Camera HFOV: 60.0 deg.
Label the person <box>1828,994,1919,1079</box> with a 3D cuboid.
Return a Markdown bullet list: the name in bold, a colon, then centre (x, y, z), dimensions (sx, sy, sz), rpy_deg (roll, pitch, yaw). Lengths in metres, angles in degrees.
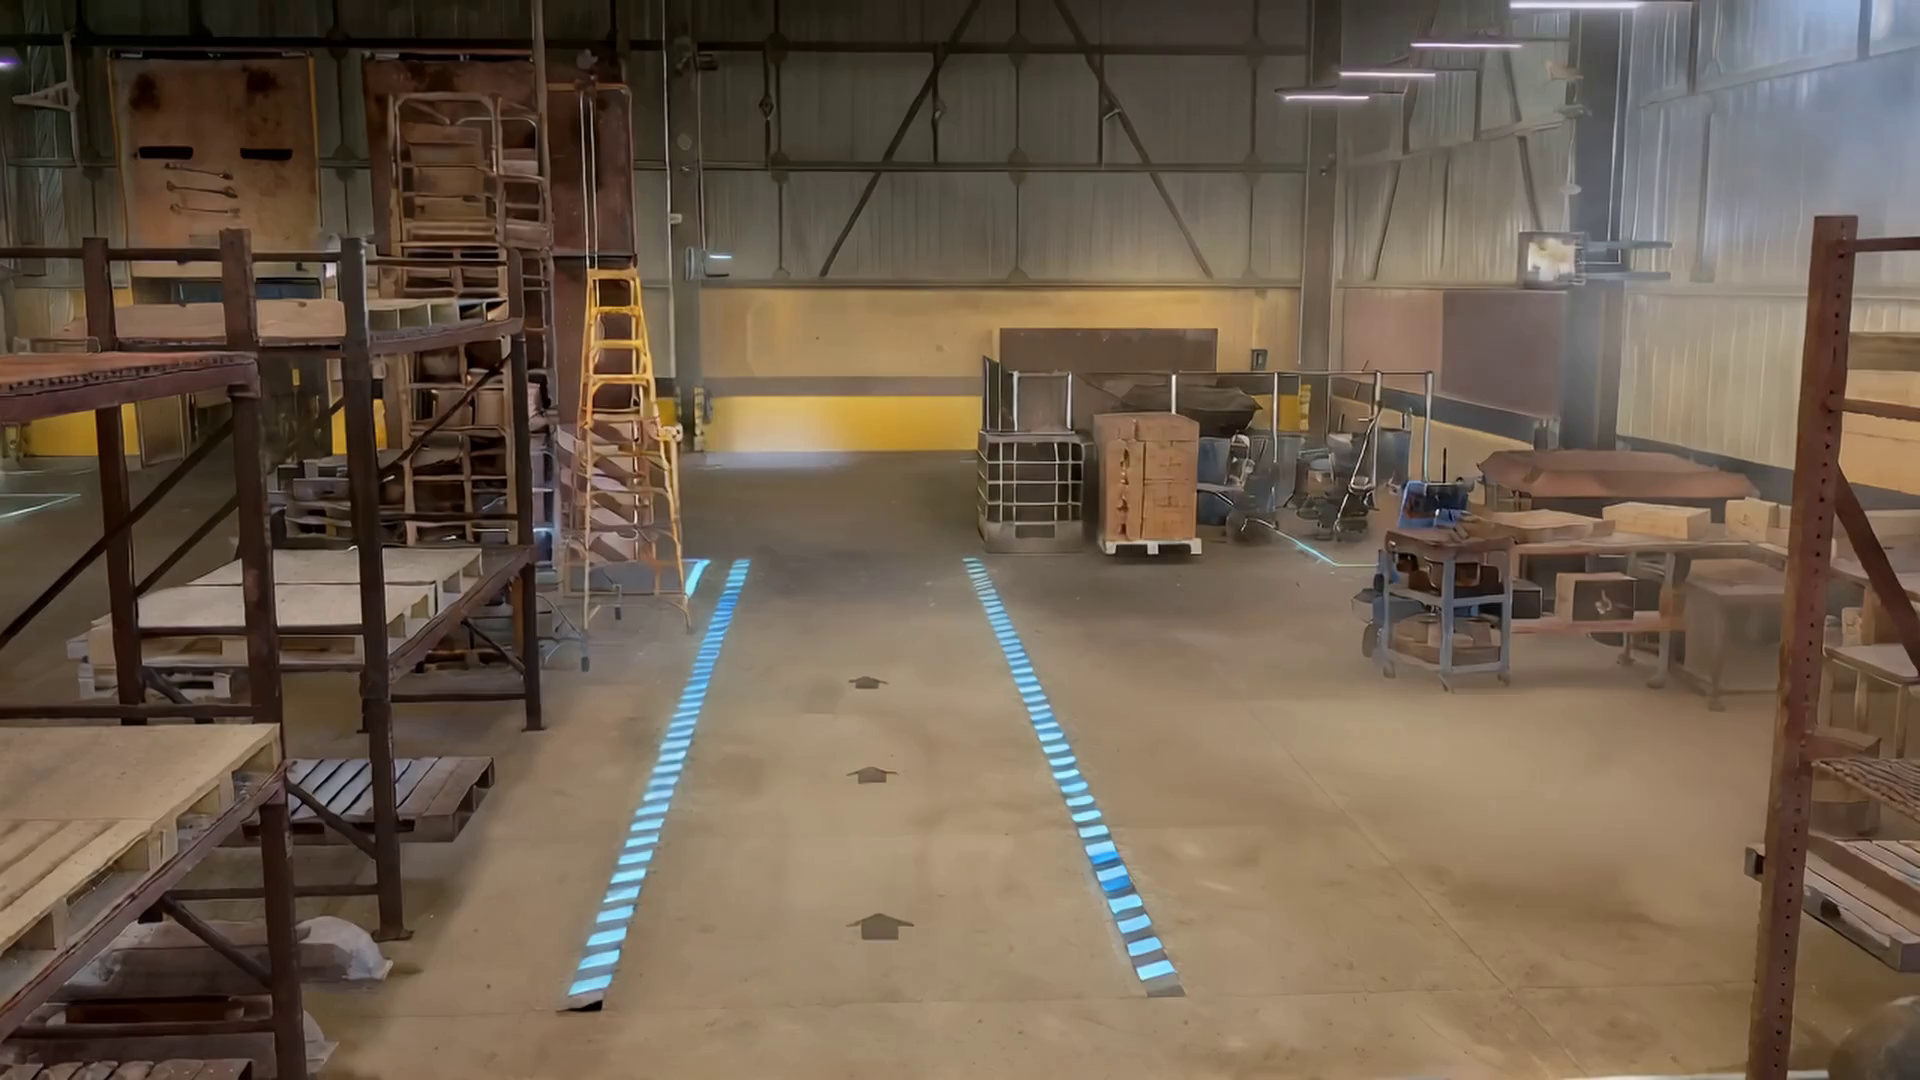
- **person**: centre (1.231, 1.560, 2.296), dimensions (0.373, 1.936, 0.627), rpy_deg (-4, 10, -22)

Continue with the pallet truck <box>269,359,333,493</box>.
- **pallet truck**: centre (-7.062, -1.131, 18.996), dimensions (1.885, 1.965, 0.823), rpy_deg (2, 9, 13)

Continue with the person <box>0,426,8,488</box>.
- **person**: centre (-13.177, -1.655, 22.510), dimensions (0.389, 1.930, 0.544), rpy_deg (-8, 12, -41)
